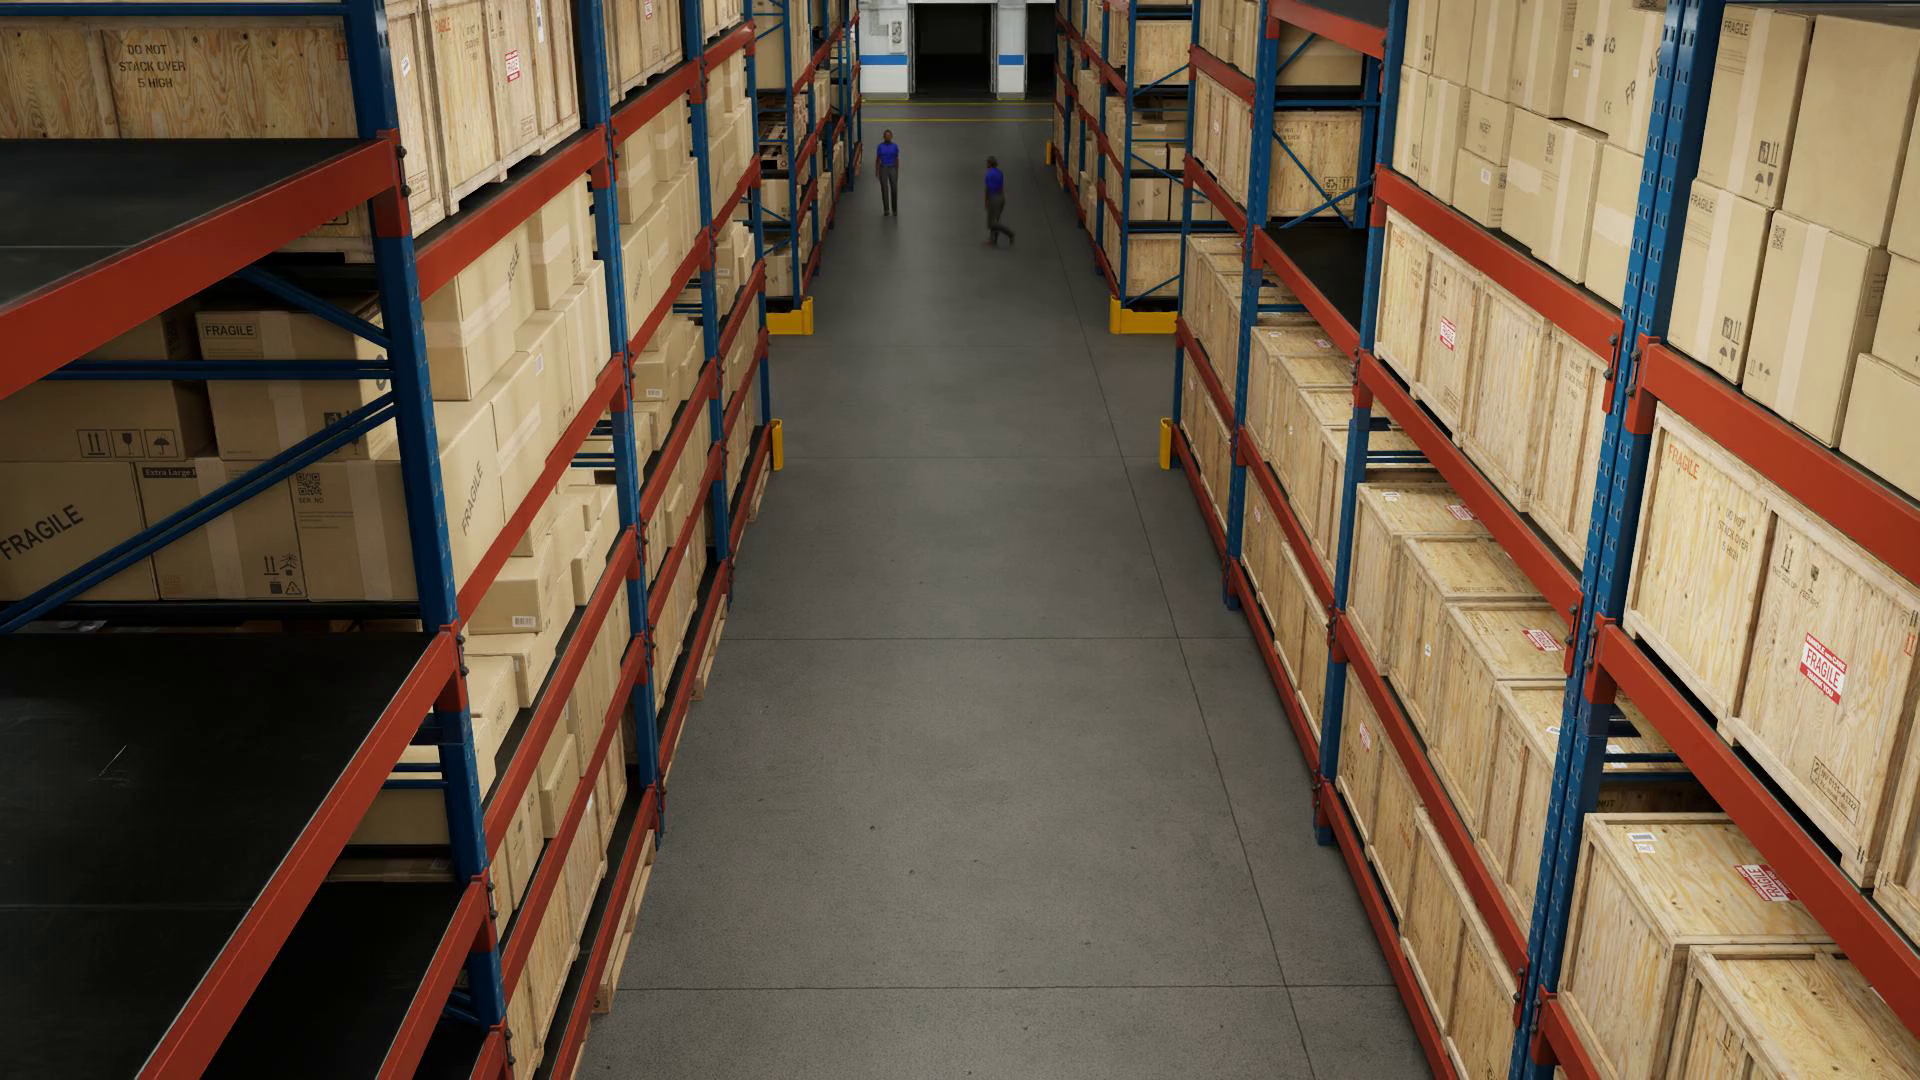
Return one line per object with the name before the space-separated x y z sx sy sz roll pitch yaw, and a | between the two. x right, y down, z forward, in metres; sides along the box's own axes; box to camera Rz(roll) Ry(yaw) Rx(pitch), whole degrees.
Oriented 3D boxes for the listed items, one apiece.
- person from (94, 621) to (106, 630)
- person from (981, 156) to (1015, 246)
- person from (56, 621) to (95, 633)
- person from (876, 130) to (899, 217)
person | -6.794 0.415 13.426 0.570 1.800 0.411 0 22 -1
person | 0.689 -6.144 30.247 0.742 1.639 0.461 11 24 27
person | -7.907 -0.071 14.663 0.597 1.767 0.438 13 25 30
person | -1.455 -7.319 33.228 0.460 1.684 0.455 0 22 -1
